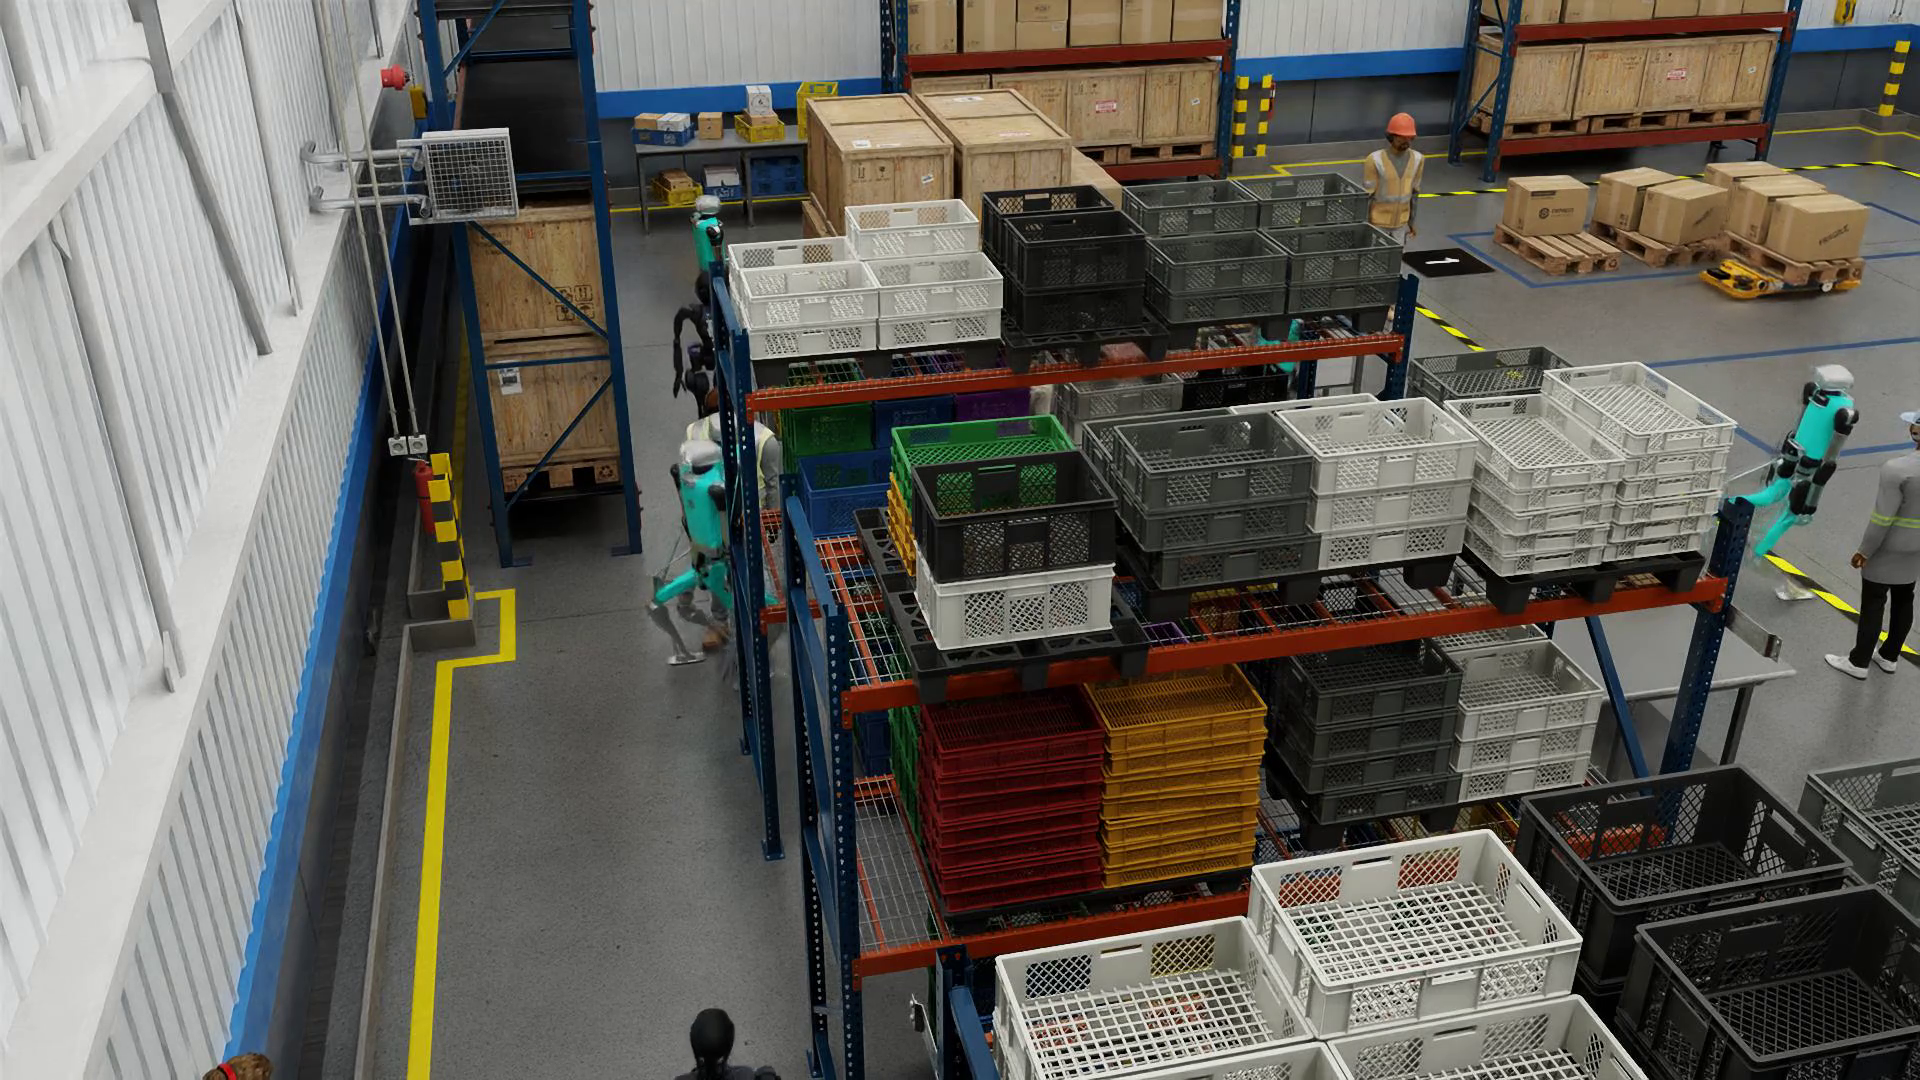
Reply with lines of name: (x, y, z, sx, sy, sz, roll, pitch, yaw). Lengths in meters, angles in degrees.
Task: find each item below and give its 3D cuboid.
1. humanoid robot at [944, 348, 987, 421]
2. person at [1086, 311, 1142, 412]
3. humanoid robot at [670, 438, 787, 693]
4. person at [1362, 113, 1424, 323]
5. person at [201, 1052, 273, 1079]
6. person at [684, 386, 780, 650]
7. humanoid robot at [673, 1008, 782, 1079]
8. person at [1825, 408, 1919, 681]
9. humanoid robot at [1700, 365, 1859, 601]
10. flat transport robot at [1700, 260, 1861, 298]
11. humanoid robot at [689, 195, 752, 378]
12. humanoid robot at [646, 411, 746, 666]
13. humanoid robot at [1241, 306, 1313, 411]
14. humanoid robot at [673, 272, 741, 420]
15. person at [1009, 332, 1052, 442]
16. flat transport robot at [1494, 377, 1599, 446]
humanoid robot: (0.041, -0.863, 12.202, 0.615, 1.637, 0.608, -21, 34, -34)
person: (1.086, -0.940, 12.254, 0.543, 1.719, 0.617, -17, 32, -29)
humanoid robot: (-1.330, 0.169, 10.173, 0.692, 1.809, 0.550, -23, 36, -37)
person: (4.125, -3.073, 15.973, 0.607, 2.048, 0.365, -7, 29, -13)
person: (-2.350, 2.497, 5.631, 0.389, 1.836, 0.563, -18, 33, -31)
person: (-1.452, -0.131, 10.608, 0.633, 1.841, 0.429, 4, 28, 8)
humanoid robot: (-0.875, 2.403, 6.006, 0.589, 1.635, 0.684, -8, 29, -14)
person: (5.817, 0.003, 10.342, 0.598, 1.850, 0.393, -8, 29, -14)
humanoid robot: (5.386, -0.321, 11.156, 1.039, 1.769, 0.533, -1, 28, -2)
flat transport robot: (8.521, -2.758, 17.250, 1.431, 0.197, 0.652, -6, 28, -12)
humanoid robot: (-1.942, -2.199, 14.503, 0.735, 1.674, 0.533, -15, 31, -26)
humanoid robot: (-1.692, 0.070, 10.346, 0.876, 1.754, 0.556, -10, 29, -18)
humanoid robot: (2.177, -0.941, 12.305, 0.810, 1.799, 0.531, -24, 36, -38)
humanoid robot: (-1.970, -1.341, 13.134, 0.611, 1.616, 0.788, -4, 28, -8)
person: (0.433, -0.633, 11.573, 0.506, 1.837, 0.333, 23, 36, 37)
flat transport robot: (4.780, -1.036, 14.013, 0.659, 0.231, 1.431, -6, 28, -12)
